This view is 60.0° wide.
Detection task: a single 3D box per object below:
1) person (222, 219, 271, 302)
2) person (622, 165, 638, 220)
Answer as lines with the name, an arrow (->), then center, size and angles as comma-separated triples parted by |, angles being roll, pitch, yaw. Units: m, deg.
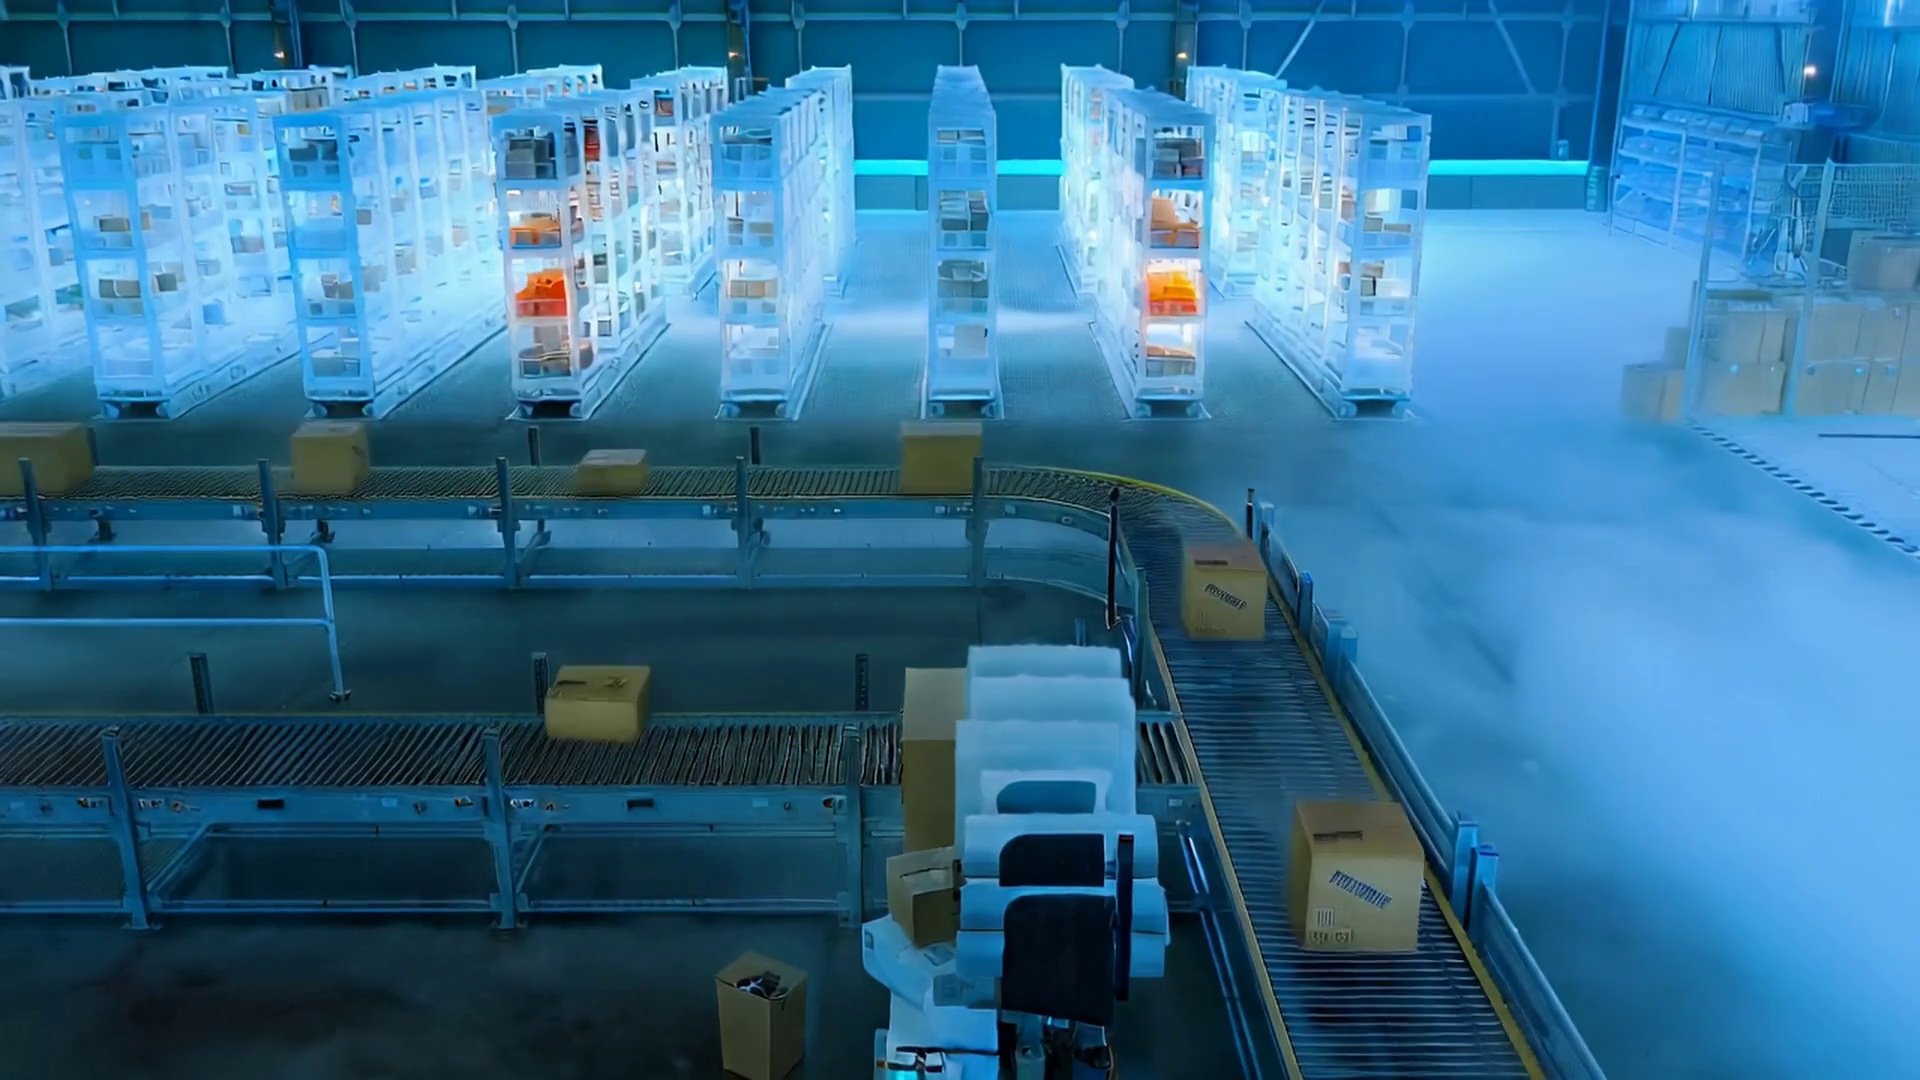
person -> -11.949, -4.865, 27.696 | 0.799, 1.811, 0.584 | 1, 18, 2
person -> -6.485, -6.421, 32.518 | 0.575, 1.790, 0.978 | -3, 18, -9
